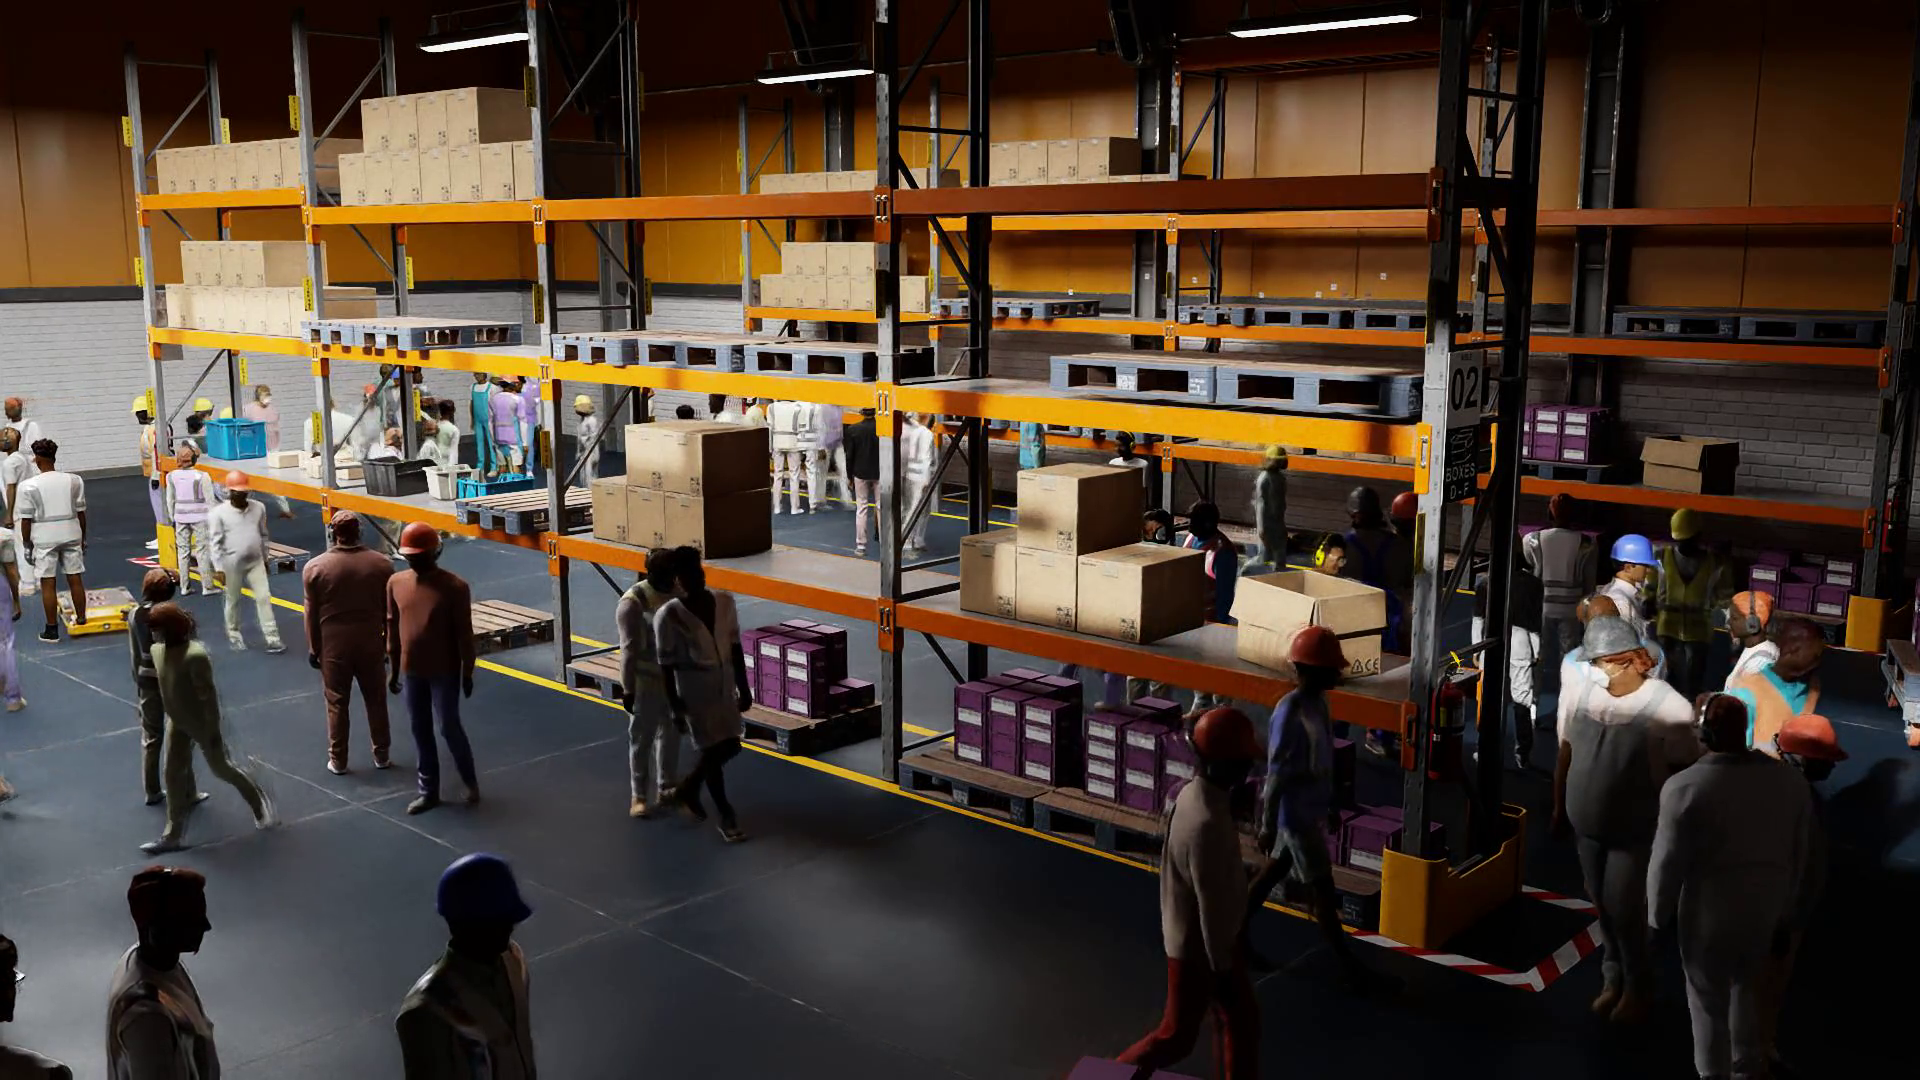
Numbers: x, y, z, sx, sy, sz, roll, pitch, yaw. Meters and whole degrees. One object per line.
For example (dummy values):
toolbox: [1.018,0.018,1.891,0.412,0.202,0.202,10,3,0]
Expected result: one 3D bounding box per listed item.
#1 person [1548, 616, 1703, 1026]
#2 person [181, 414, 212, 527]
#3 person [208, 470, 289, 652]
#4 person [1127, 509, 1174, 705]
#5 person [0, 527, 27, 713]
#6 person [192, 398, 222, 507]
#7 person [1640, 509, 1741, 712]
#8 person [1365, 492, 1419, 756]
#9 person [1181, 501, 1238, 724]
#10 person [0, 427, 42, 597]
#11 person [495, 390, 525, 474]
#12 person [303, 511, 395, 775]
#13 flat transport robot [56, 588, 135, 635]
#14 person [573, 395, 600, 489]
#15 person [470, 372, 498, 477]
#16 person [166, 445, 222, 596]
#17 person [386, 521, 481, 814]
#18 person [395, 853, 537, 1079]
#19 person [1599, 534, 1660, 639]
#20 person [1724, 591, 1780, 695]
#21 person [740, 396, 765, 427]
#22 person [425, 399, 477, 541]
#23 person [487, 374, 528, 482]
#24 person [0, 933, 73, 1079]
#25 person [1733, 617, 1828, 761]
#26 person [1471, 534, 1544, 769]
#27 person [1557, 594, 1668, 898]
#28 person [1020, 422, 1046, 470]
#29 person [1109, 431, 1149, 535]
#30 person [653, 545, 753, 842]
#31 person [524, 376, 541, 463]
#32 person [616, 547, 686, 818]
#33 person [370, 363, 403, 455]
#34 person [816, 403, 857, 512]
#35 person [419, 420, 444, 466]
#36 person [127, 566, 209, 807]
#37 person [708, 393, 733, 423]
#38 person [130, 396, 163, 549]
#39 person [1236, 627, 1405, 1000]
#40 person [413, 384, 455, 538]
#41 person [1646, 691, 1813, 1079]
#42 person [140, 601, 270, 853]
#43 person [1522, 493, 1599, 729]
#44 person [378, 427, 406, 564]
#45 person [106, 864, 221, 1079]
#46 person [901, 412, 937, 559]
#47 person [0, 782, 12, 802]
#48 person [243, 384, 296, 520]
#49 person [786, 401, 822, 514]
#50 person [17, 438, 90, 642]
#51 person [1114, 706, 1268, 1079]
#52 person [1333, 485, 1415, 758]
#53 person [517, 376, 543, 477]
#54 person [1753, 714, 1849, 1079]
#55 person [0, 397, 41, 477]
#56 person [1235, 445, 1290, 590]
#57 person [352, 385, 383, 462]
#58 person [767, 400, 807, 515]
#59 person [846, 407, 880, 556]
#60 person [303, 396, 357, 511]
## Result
person: [3.188,1.340,8.114,0.556,2.000,0.701,-6,12,-32]
person: [-9.637,-0.749,20.993,0.443,1.661,0.563,0,10,2]
person: [-6.570,0.218,15.337,0.811,1.717,0.587,9,13,41]
person: [1.461,0.678,12.422,0.429,1.844,0.627,-7,12,-34]
person: [-7.872,0.503,13.441,0.502,1.837,0.349,-3,10,-16]
person: [-10.015,-1.009,22.176,0.325,1.765,0.533,-4,11,-21]
person: [5.308,0.703,12.137,0.730,1.882,0.718,5,11,24]
person: [3.279,0.619,12.356,0.635,1.985,0.414,-5,11,-27]
person: [1.909,0.598,12.929,0.431,1.837,0.624,-3,11,-19]
person: [-10.201,-0.309,18.029,0.352,1.842,0.507,-2,10,-10]
person: [-6.431,-1.281,23.792,0.573,1.738,0.351,6,11,29]
person: [-4.375,0.733,11.972,0.635,1.900,0.397,-6,12,-31]
flat transport robot: [-8.699,0.693,16.772,0.652,0.197,1.431,-7,12,-33]
person: [-5.176,-1.157,23.135,0.320,1.735,0.512,-6,12,-29]
person: [-7.797,-1.948,27.257,0.506,1.846,0.348,3,10,16]
person: [-8.285,-0.200,17.957,0.523,1.639,0.306,1,10,5]
person: [-3.531,0.847,11.077,0.627,1.984,0.405,3,10,16]
person: [-1.490,1.904,5.188,0.404,1.945,0.615,2,10,11]
person: [4.263,0.923,10.748,0.405,1.944,0.616,3,11,17]
person: [4.423,1.207,9.331,0.352,1.879,0.589,5,11,27]
person: [-3.033,-1.370,24.287,0.354,1.741,0.567,2,10,10]
person: [-6.522,-0.843,21.009,0.606,1.855,1.044,5,11,26]
person: [-6.414,-1.419,23.710,0.610,2.043,0.395,4,11,20]
person: [-2.745,2.033,4.745,0.566,1.846,0.389,1,10,4]
person: [4.175,1.300,8.804,0.636,1.891,0.697,-4,11,-23]
person: [3.968,0.791,12.101,0.489,1.737,0.333,2,10,13]
person: [3.731,1.212,9.495,0.698,1.810,0.495,-2,10,-9]
person: [0.946,-0.956,21.077,0.370,2.048,0.607,-1,10,-8]
person: [1.763,-0.238,17.578,0.523,1.856,0.348,8,13,37]
person: [-1.635,0.962,10.622,0.642,1.918,0.673,9,13,41]
person: [-7.527,-2.306,29.006,0.348,1.943,0.543,3,10,16]
person: [-1.980,0.937,11.024,0.439,1.825,0.698,9,13,41]
person: [-9.079,-1.860,26.493,0.627,1.941,0.371,0,10,0]
person: [-1.753,-1.326,23.537,0.855,1.911,0.636,8,13,38]
person: [-6.653,-0.703,20.870,0.438,1.606,0.535,-2,10,-9]
person: [-5.348,0.993,11.233,0.514,1.631,0.312,2,10,12]
person: [-3.152,-1.058,22.042,0.460,1.908,0.609,-4,11,-21]
person: [-10.117,-0.846,20.849,0.399,1.911,0.595,-6,12,-30]
person: [1.763,1.359,8.457,1.013,1.888,0.566,5,11,28]
person: [-6.867,-1.009,21.395,0.535,2.000,0.685,8,13,37]
person: [3.275,1.584,7.169,0.675,1.881,0.484,-1,10,-4]
person: [-4.808,1.138,10.517,0.549,1.603,0.742,5,11,26]
person: [4.650,0.565,12.978,0.574,1.877,0.354,4,11,20]
person: [-6.788,-0.531,19.861,0.357,1.624,0.539,-1,10,-8]
person: [-2.492,1.926,5.269,0.359,1.877,0.588,-4,11,-24]
person: [-0.538,-0.715,20.299,0.526,1.847,0.659,-2,10,-13]
person: [-6.562,0.882,10.789,0.492,2.013,0.620,0,10,-1]
person: [-9.679,-1.227,23.031,0.954,1.900,0.618,6,12,32]
person: [-2.223,-1.300,23.490,0.576,1.882,0.355,0,10,1]
person: [-8.672,0.001,15.939,0.373,1.958,0.598,10,14,43]
person: [0.923,1.618,6.809,0.963,1.954,0.599,2,10,12]
person: [2.984,0.593,12.335,0.692,2.000,0.537,0,10,0]
person: [-7.095,-1.937,27.050,0.596,1.902,0.669,-3,10,-16]
person: [3.678,1.616,7.362,0.338,1.752,0.565,7,12,35]
person: [-11.991,-0.897,21.243,0.589,1.873,0.433,4,11,20]
person: [3.250,-0.179,17.576,0.494,1.726,0.639,-9,13,-42]
person: [-8.936,-1.495,25.142,0.899,1.688,0.579,7,12,33]
person: [-2.426,-1.308,23.442,0.589,1.919,0.397,2,10,9]
person: [-1.090,-0.795,20.306,0.611,1.997,0.372,-1,10,-4]
person: [-8.102,-0.949,21.418,0.635,1.911,0.423,-8,13,-38]
